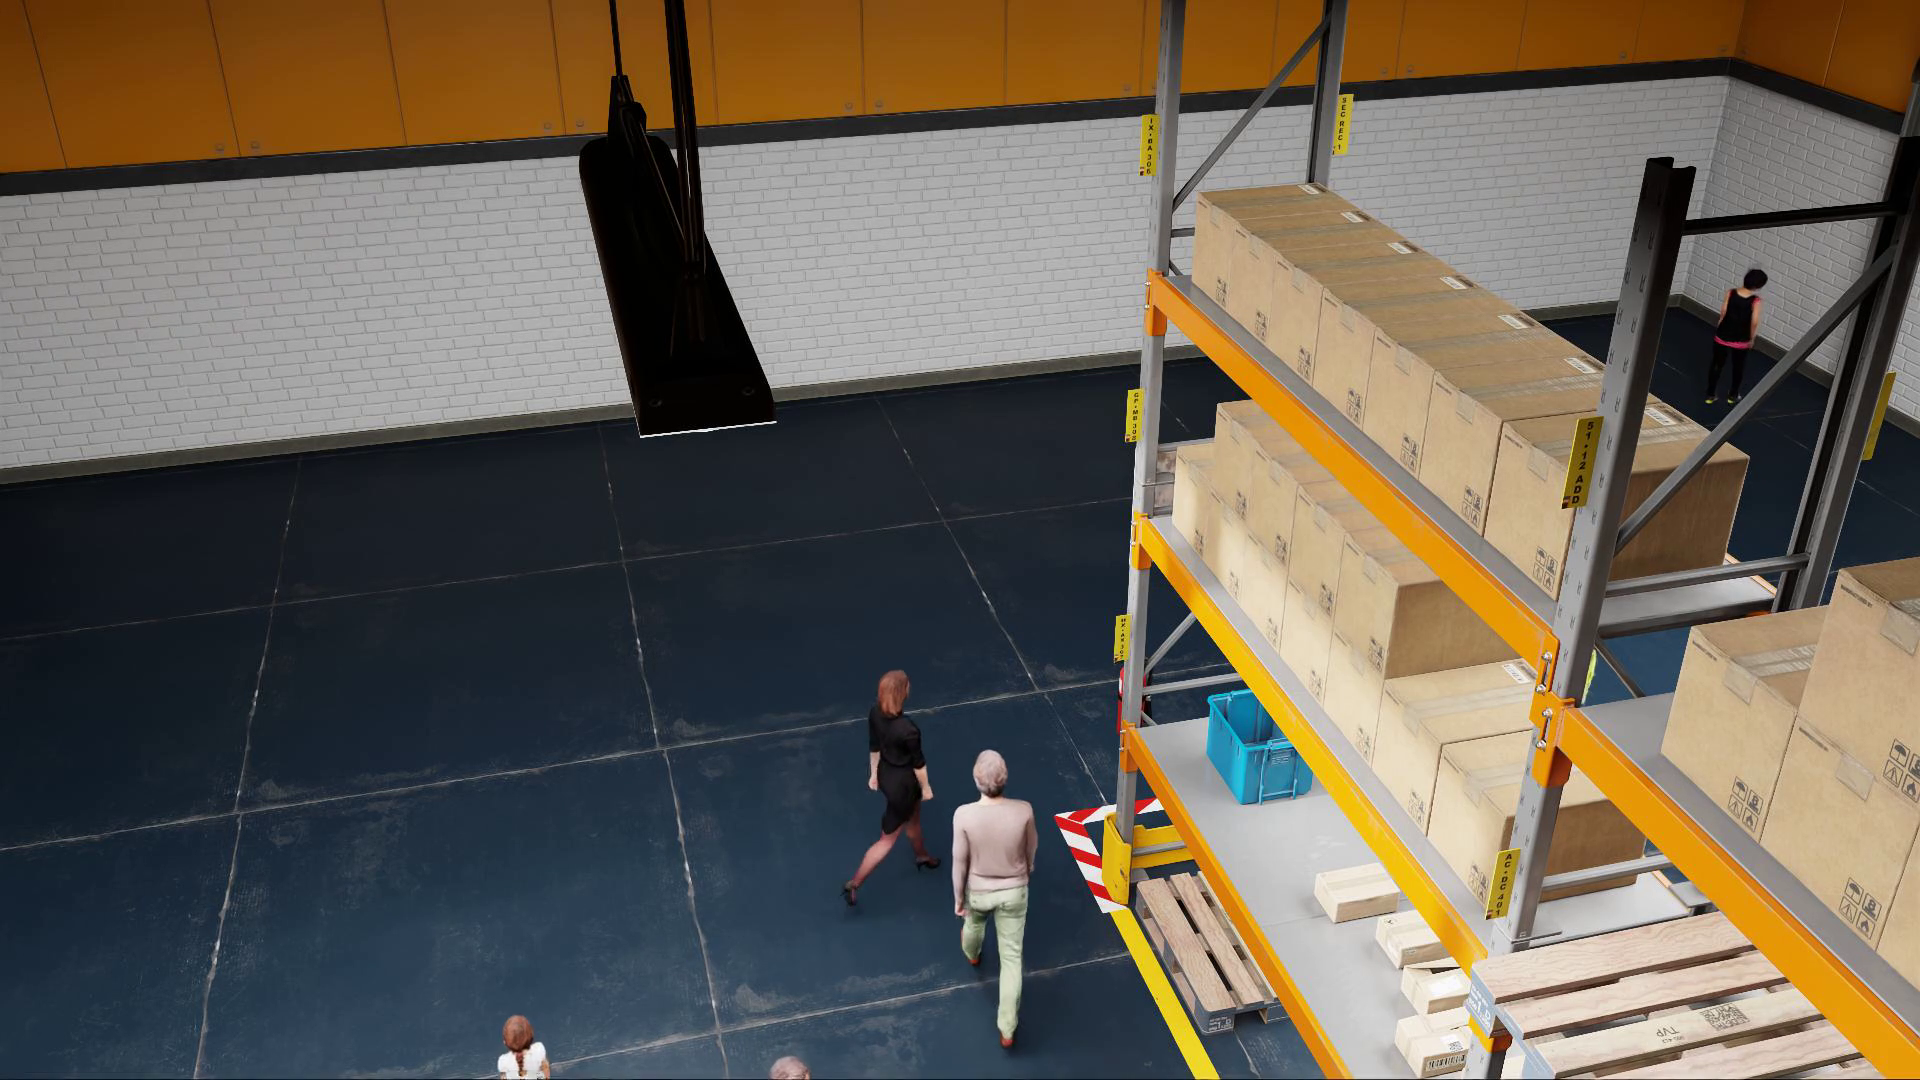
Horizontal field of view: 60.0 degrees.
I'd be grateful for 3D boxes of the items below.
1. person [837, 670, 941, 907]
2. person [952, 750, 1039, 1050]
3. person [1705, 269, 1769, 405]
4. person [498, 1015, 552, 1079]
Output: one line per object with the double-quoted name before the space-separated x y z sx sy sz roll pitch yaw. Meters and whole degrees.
"person" -0.462 1.636 10.678 0.935 1.667 1.099 -20 34 -32
"person" 0.227 2.113 9.642 0.862 1.822 1.295 -1 29 -2
"person" 8.293 -2.184 17.822 0.710 1.532 0.768 14 32 25
"person" -2.302 2.982 8.893 0.444 1.013 0.466 -11 31 -20
